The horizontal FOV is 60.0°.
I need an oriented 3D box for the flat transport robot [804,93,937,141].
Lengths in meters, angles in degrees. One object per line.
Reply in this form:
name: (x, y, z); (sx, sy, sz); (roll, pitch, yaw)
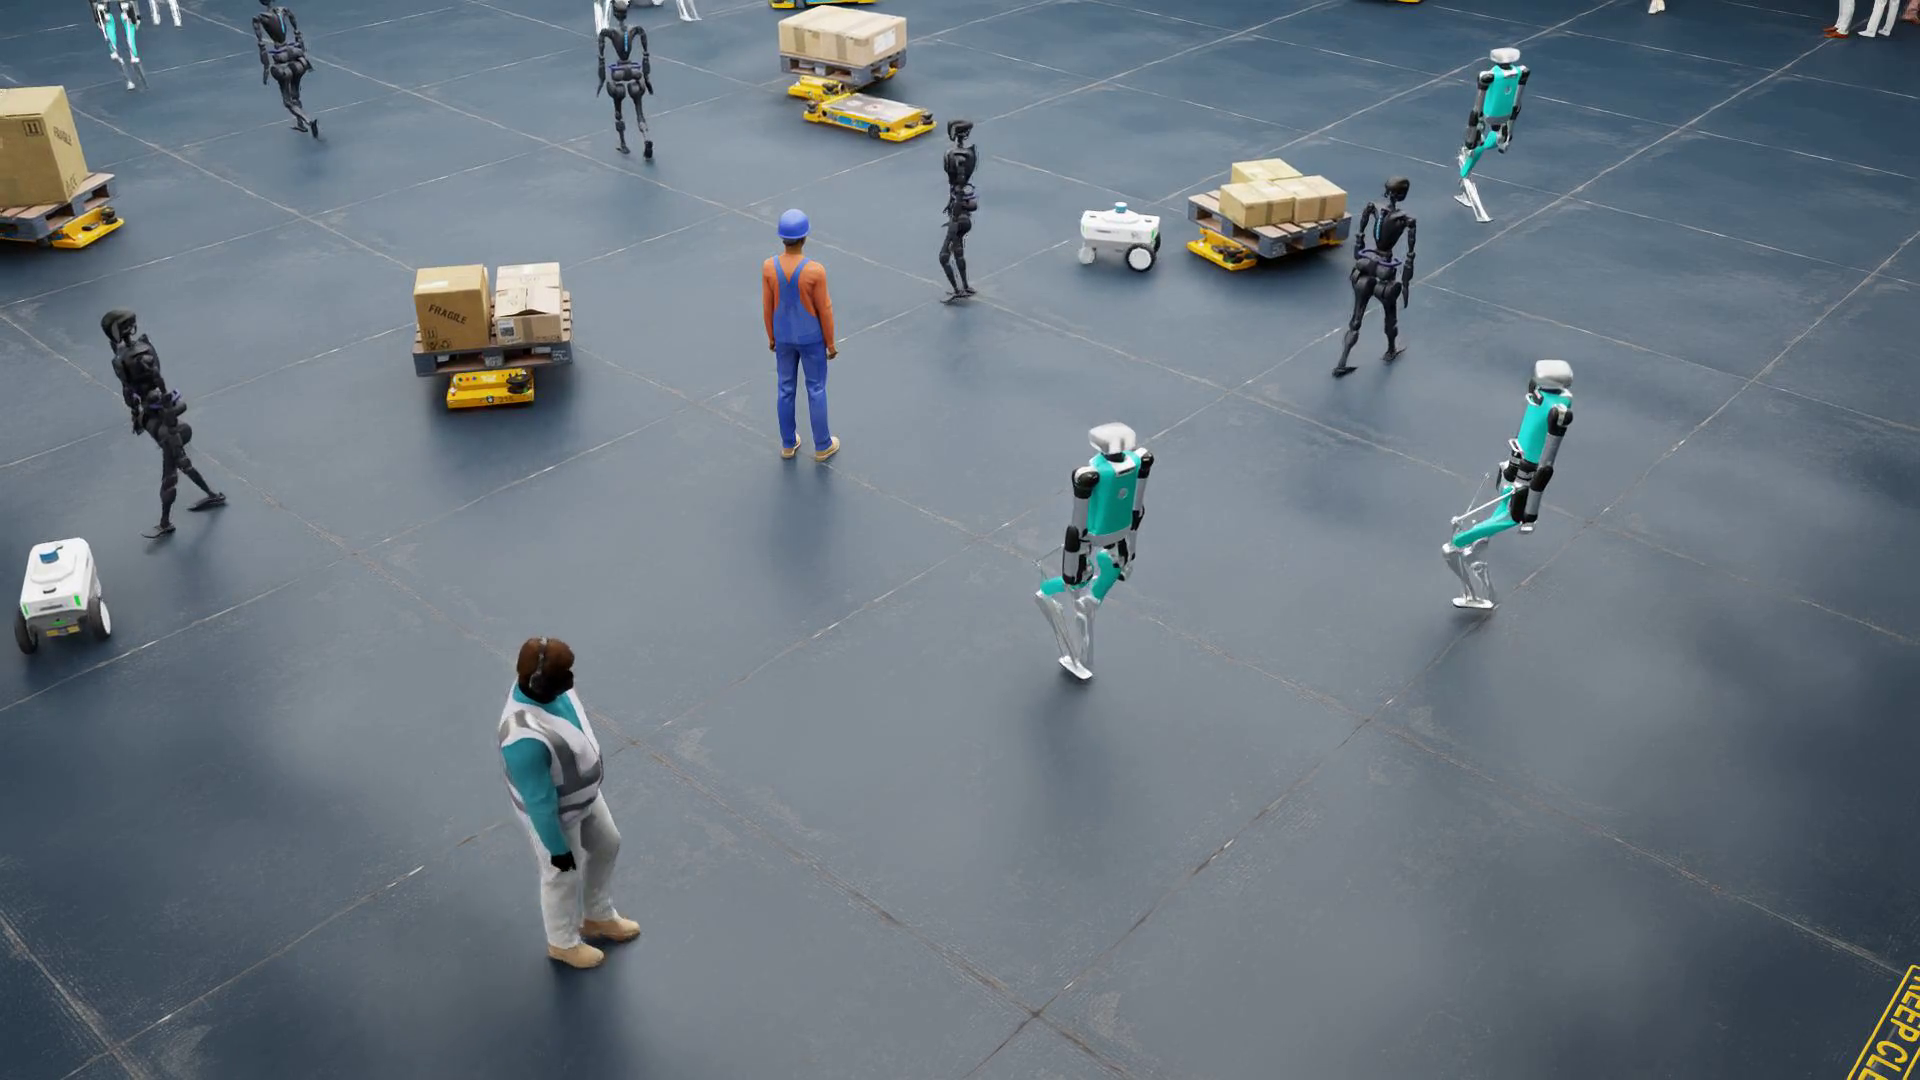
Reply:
flat transport robot: (-1.028, -4.821, 18.918); (1.431, 0.231, 0.659); (21, 38, 30)

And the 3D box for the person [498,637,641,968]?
person: (-1.805, 1.220, 7.711); (0.530, 1.823, 0.676); (0, 32, 1)

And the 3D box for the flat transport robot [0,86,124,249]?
flat transport robot: (-8.938, -3.079, 16.112); (1.431, 0.231, 0.659); (7, 32, 11)

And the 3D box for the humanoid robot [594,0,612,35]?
humanoid robot: (-4.694, -7.484, 21.792); (0.544, 1.713, 0.963); (-8, 33, -13)

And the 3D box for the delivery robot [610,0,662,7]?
delivery robot: (-4.613, -7.824, 23.475); (0.791, 0.587, 0.499); (-11, 33, -17)

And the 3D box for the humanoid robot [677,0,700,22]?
humanoid robot: (-3.698, -7.856, 22.410); (0.771, 1.788, 0.532); (11, 34, 17)

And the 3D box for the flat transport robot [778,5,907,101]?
flat transport robot: (-1.422, -5.643, 20.241); (0.659, 0.231, 1.431); (17, 36, 26)

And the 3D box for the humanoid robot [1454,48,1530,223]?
humanoid robot: (5.022, -3.937, 16.098); (0.544, 1.733, 1.008); (-11, 34, -17)

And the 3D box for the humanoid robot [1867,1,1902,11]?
humanoid robot: (13.028, -8.184, 23.044); (0.788, 1.619, 0.593); (-13, 34, -20)

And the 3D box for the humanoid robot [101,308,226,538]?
humanoid robot: (-5.393, -0.818, 11.153); (0.589, 1.628, 0.691); (21, 37, 30)

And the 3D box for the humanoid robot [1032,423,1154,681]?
humanoid robot: (0.699, 0.109, 9.698); (0.545, 1.897, 0.706); (-21, 38, -30)

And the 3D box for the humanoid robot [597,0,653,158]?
humanoid robot: (-3.556, -4.895, 17.717); (0.613, 1.638, 0.654); (-16, 35, -24)

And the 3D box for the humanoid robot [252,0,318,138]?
humanoid robot: (-7.369, -5.279, 18.335); (0.592, 1.625, 0.614); (18, 36, 27)

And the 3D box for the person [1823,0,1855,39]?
person: (11.712, -7.544, 21.838); (0.364, 1.823, 0.508); (9, 33, 14)

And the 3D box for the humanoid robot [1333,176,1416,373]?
humanoid robot: (3.363, -2.143, 13.318); (0.786, 1.629, 0.590); (-25, 40, -35)

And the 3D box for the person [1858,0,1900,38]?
person: (12.244, -7.430, 21.817); (0.512, 1.640, 0.306); (-7, 32, -10)

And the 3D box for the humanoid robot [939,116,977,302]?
humanoid robot: (-0.030, -2.890, 14.477); (0.422, 1.645, 0.589); (-2, 32, -3)

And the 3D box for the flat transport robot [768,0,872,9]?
flat transport robot: (-2.015, -7.772, 23.669); (1.431, 0.231, 0.659); (-8, 33, -12)

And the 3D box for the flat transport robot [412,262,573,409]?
flat transport robot: (-3.758, -1.492, 13.556); (0.659, 0.231, 1.431); (-6, 32, -10)

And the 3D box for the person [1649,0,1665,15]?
person: (9.776, -8.136, 22.754); (0.534, 1.839, 0.867); (8, 33, 13)

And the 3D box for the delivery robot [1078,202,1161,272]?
delivery robot: (1.490, -2.841, 15.441); (0.769, 0.577, 0.499); (7, 33, 11)

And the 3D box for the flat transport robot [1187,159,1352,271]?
flat transport robot: (2.919, -2.873, 15.780); (1.431, 0.231, 0.659); (-19, 36, -27)

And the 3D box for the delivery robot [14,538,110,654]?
delivery robot: (-5.612, 0.322, 10.373); (0.499, 0.604, 0.808); (-11, 33, -17)

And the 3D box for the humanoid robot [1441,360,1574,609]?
humanoid robot: (3.246, -0.245, 10.218); (0.747, 1.834, 0.540); (1, 32, 1)

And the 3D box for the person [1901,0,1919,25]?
person: (13.312, -7.790, 22.206); (0.913, 1.852, 0.674); (17, 36, 25)

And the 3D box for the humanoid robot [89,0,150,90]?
humanoid robot: (-9.954, -6.095, 19.631); (0.546, 1.856, 0.725); (-9, 33, -14)

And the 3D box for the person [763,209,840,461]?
person: (-1.145, -1.457, 11.946); (0.515, 1.910, 0.362); (7, 32, 11)

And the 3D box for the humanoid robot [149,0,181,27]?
humanoid robot: (-10.827, -7.800, 22.289); (0.531, 1.739, 0.743); (-9, 33, -14)

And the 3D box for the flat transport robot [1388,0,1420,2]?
flat transport robot: (6.027, -8.011, 24.055); (1.431, 0.231, 0.659); (16, 35, 24)
